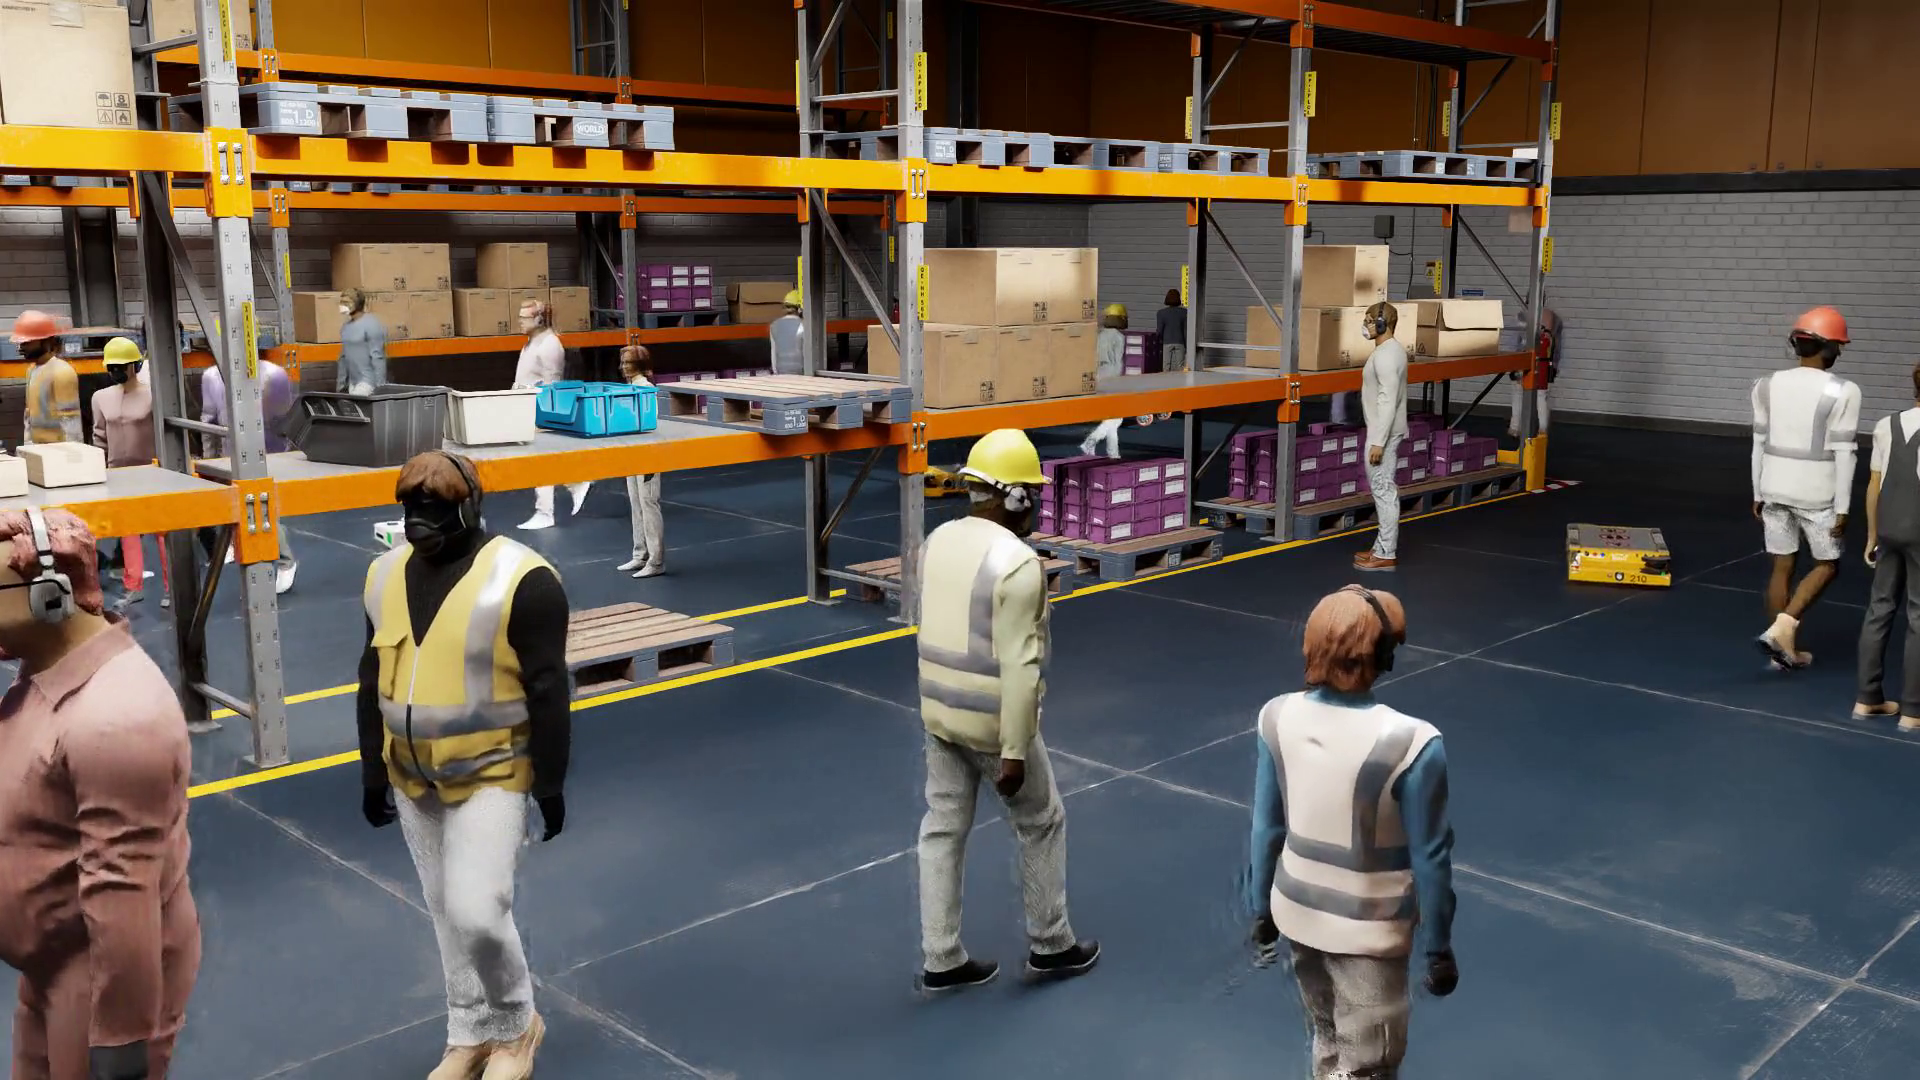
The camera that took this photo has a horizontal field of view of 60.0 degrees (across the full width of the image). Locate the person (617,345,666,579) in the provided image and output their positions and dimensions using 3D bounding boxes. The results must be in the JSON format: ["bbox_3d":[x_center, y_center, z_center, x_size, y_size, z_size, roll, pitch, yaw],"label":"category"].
[{"bbox_3d":[-2.260,-0.554,11.759,0.306,1.639,0.524,-6,12,-29],"label":"person"}]

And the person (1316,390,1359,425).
[{"bbox_3d":[3.848,-1.548,16.930,0.576,1.731,0.545,7,12,32],"label":"person"}]

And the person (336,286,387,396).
[{"bbox_3d":[-5.839,-1.464,15.967,0.747,1.911,0.650,-10,14,-44],"label":"person"}]

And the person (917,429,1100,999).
[{"bbox_3d":[0.162,0.544,5.316,0.749,1.799,0.588,-8,13,-38],"label":"person"}]

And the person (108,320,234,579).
[{"bbox_3d":[-5.610,-0.661,11.779,1.031,1.857,0.577,-9,14,-41],"label":"person"}]

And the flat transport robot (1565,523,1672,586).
[{"bbox_3d":[4.732,0.086,12.006,0.652,0.197,1.431,4,11,18],"label":"flat transport robot"}]

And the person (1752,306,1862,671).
[{"bbox_3d":[4.579,-0.255,9.086,0.499,2.028,0.605,-6,12,-32],"label":"person"}]

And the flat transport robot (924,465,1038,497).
[{"bbox_3d":[0.215,-0.582,15.648,1.431,0.197,0.652,-4,11,-18],"label":"flat transport robot"}]

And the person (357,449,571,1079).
[{"bbox_3d":[-1.393,0.660,4.614,0.652,1.831,0.462,4,11,23],"label":"person"}]

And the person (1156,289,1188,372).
[{"bbox_3d":[3.078,-2.809,24.074,0.498,1.634,0.281,-1,10,-6],"label":"person"}]

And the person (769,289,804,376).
[{"bbox_3d":[-1.847,-1.860,18.420,0.594,1.813,0.597,5,12,27],"label":"person"}]

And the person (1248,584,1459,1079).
[{"bbox_3d":[0.854,0.908,3.853,0.708,1.612,0.517,-8,13,-36],"label":"person"}]

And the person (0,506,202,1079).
[{"bbox_3d":[-1.719,0.854,3.399,0.522,1.891,0.655,-8,13,-39],"label":"person"}]

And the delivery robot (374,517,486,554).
[{"bbox_3d":[-3.704,-0.034,11.629,0.707,0.478,0.477,-7,12,-34],"label":"delivery robot"}]

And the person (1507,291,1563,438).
[{"bbox_3d":[6.777,-2.072,19.616,0.638,1.803,0.949,0,10,1],"label":"person"}]

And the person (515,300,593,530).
[{"bbox_3d":[-3.388,-1.039,13.744,0.611,1.890,0.651,-6,12,-30],"label":"person"}]

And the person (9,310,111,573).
[{"bbox_3d":[-6.111,-0.584,11.176,0.404,1.913,0.579,-10,14,-43],"label":"person"}]

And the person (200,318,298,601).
[{"bbox_3d":[-4.671,-0.535,10.919,0.603,1.909,0.445,2,11,10],"label":"person"}]

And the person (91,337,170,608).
[{"bbox_3d":[-5.328,-0.426,10.744,0.523,1.764,0.334,0,10,-1],"label":"person"}]

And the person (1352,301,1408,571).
[{"bbox_3d":[3.035,-0.742,11.966,0.362,1.938,0.631,3,11,18],"label":"person"}]

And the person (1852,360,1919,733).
[{"bbox_3d":[4.652,0.015,8.099,0.331,1.844,0.520,-5,11,-25],"label":"person"}]

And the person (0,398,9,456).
[{"bbox_3d":[-5.470,-0.134,9.338,0.357,1.683,0.541,-5,12,-26],"label":"person"}]

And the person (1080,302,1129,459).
[{"bbox_3d":[1.498,-1.614,17.326,0.617,1.715,0.499,-5,12,-28],"label":"person"}]
